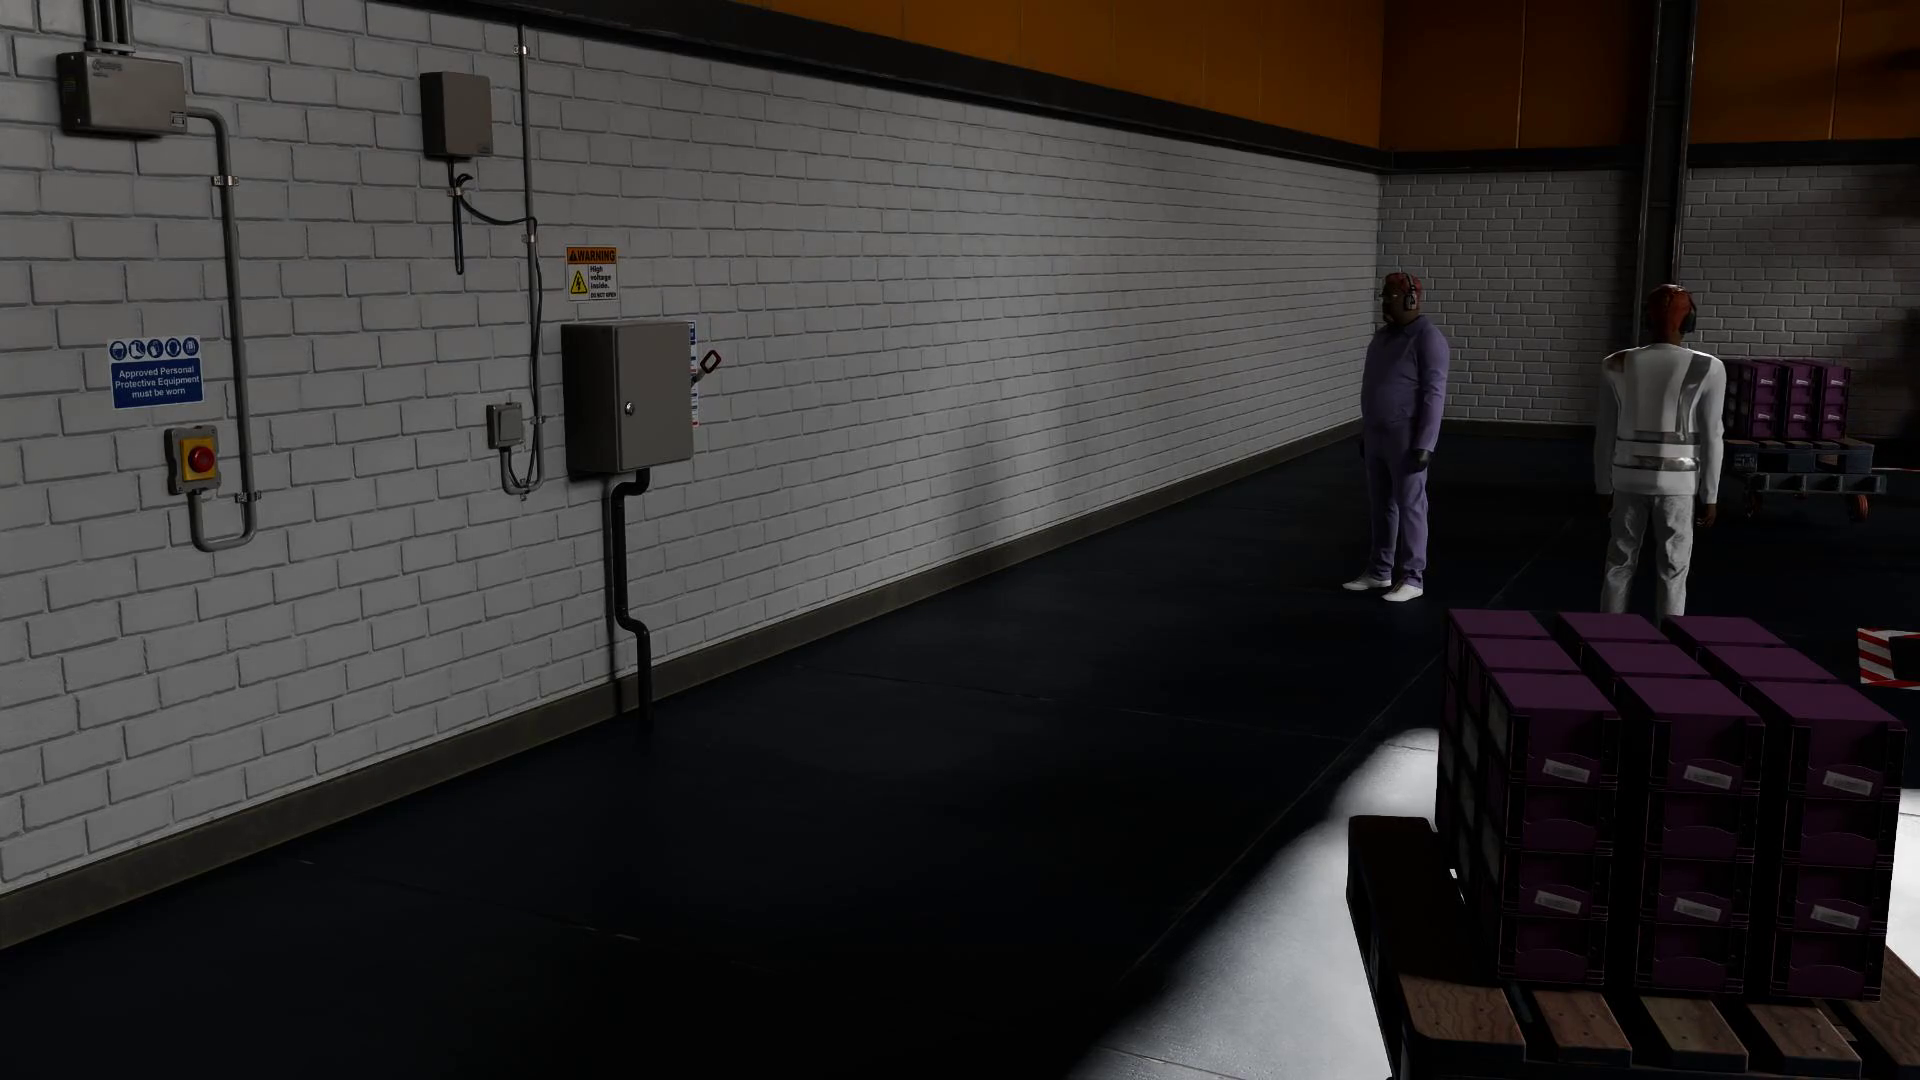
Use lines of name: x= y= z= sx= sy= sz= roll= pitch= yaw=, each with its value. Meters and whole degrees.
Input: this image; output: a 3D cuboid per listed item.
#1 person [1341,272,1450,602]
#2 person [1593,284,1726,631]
person: x=2.538 y=-0.598 z=9.722 sx=0.407 sy=1.910 sz=0.638 roll=-4 pitch=11 yaw=-22
person: x=3.239 y=-0.244 z=7.761 sx=0.578 sy=1.879 sz=0.350 roll=8 pitch=13 yaw=39
